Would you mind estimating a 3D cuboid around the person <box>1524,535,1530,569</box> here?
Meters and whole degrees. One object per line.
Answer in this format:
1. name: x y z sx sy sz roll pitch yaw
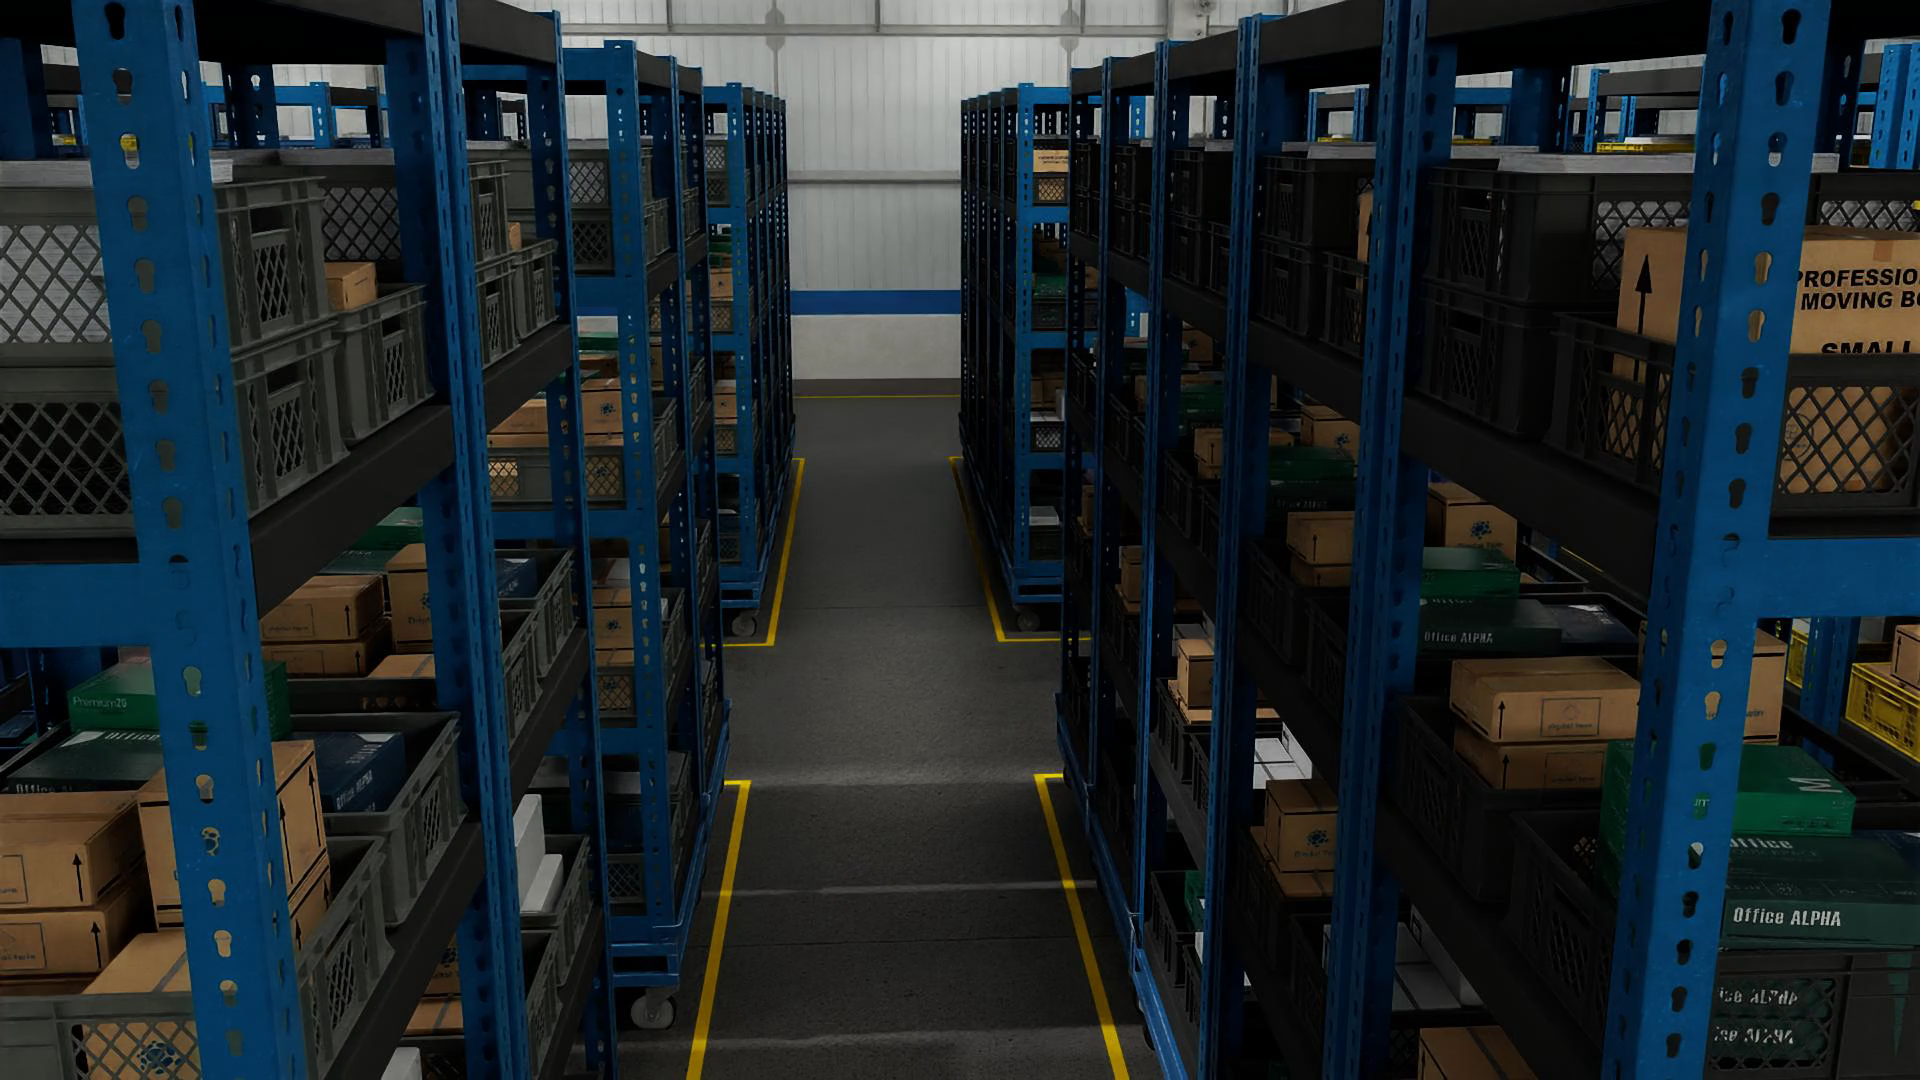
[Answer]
1. person: 3.245 0.013 9.925 0.472 1.825 0.592 1 14 2
